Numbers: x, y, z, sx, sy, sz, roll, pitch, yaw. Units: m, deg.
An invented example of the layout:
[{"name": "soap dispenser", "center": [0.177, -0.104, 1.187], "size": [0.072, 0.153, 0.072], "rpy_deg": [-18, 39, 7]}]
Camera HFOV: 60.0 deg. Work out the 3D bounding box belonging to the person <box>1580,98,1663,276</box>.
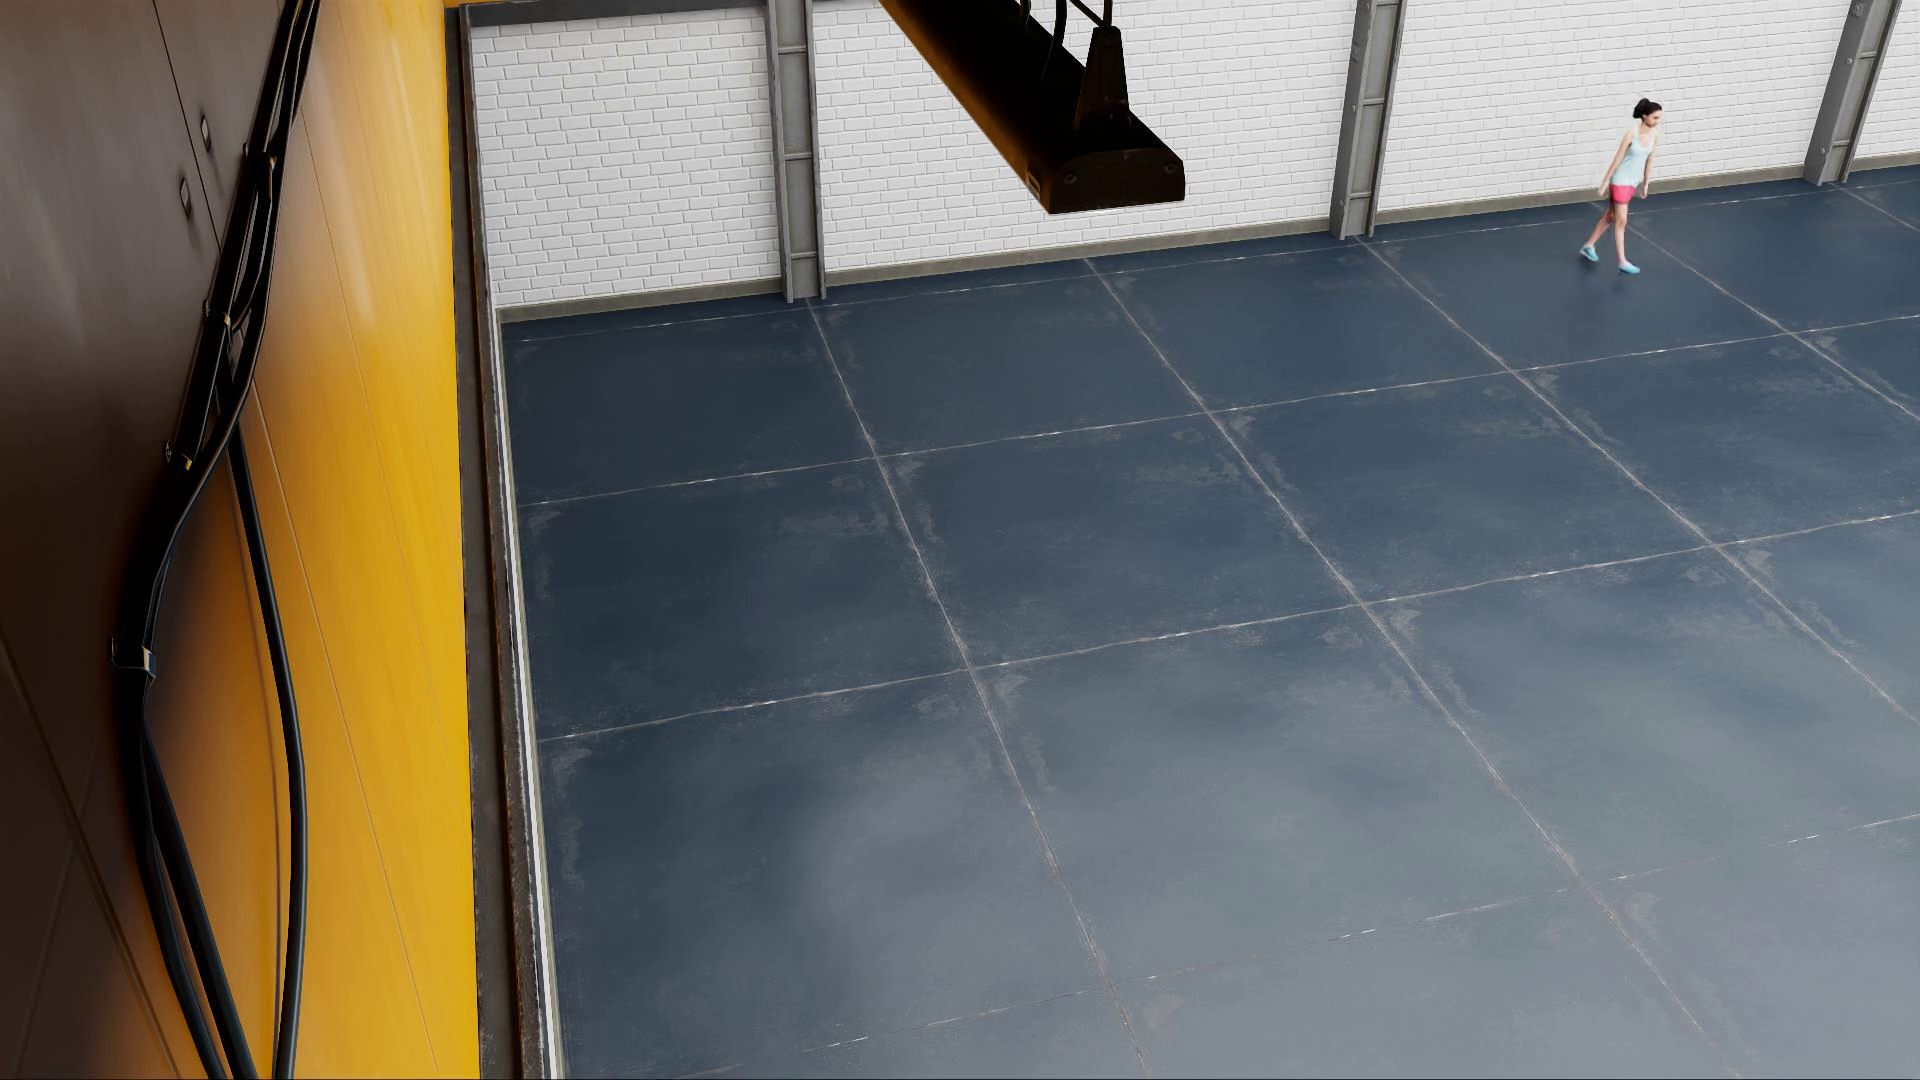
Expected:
[{"name": "person", "center": [6.687, -3.619, 16.879], "size": [1.045, 1.731, 0.828], "rpy_deg": [-12, 35, -17]}]
